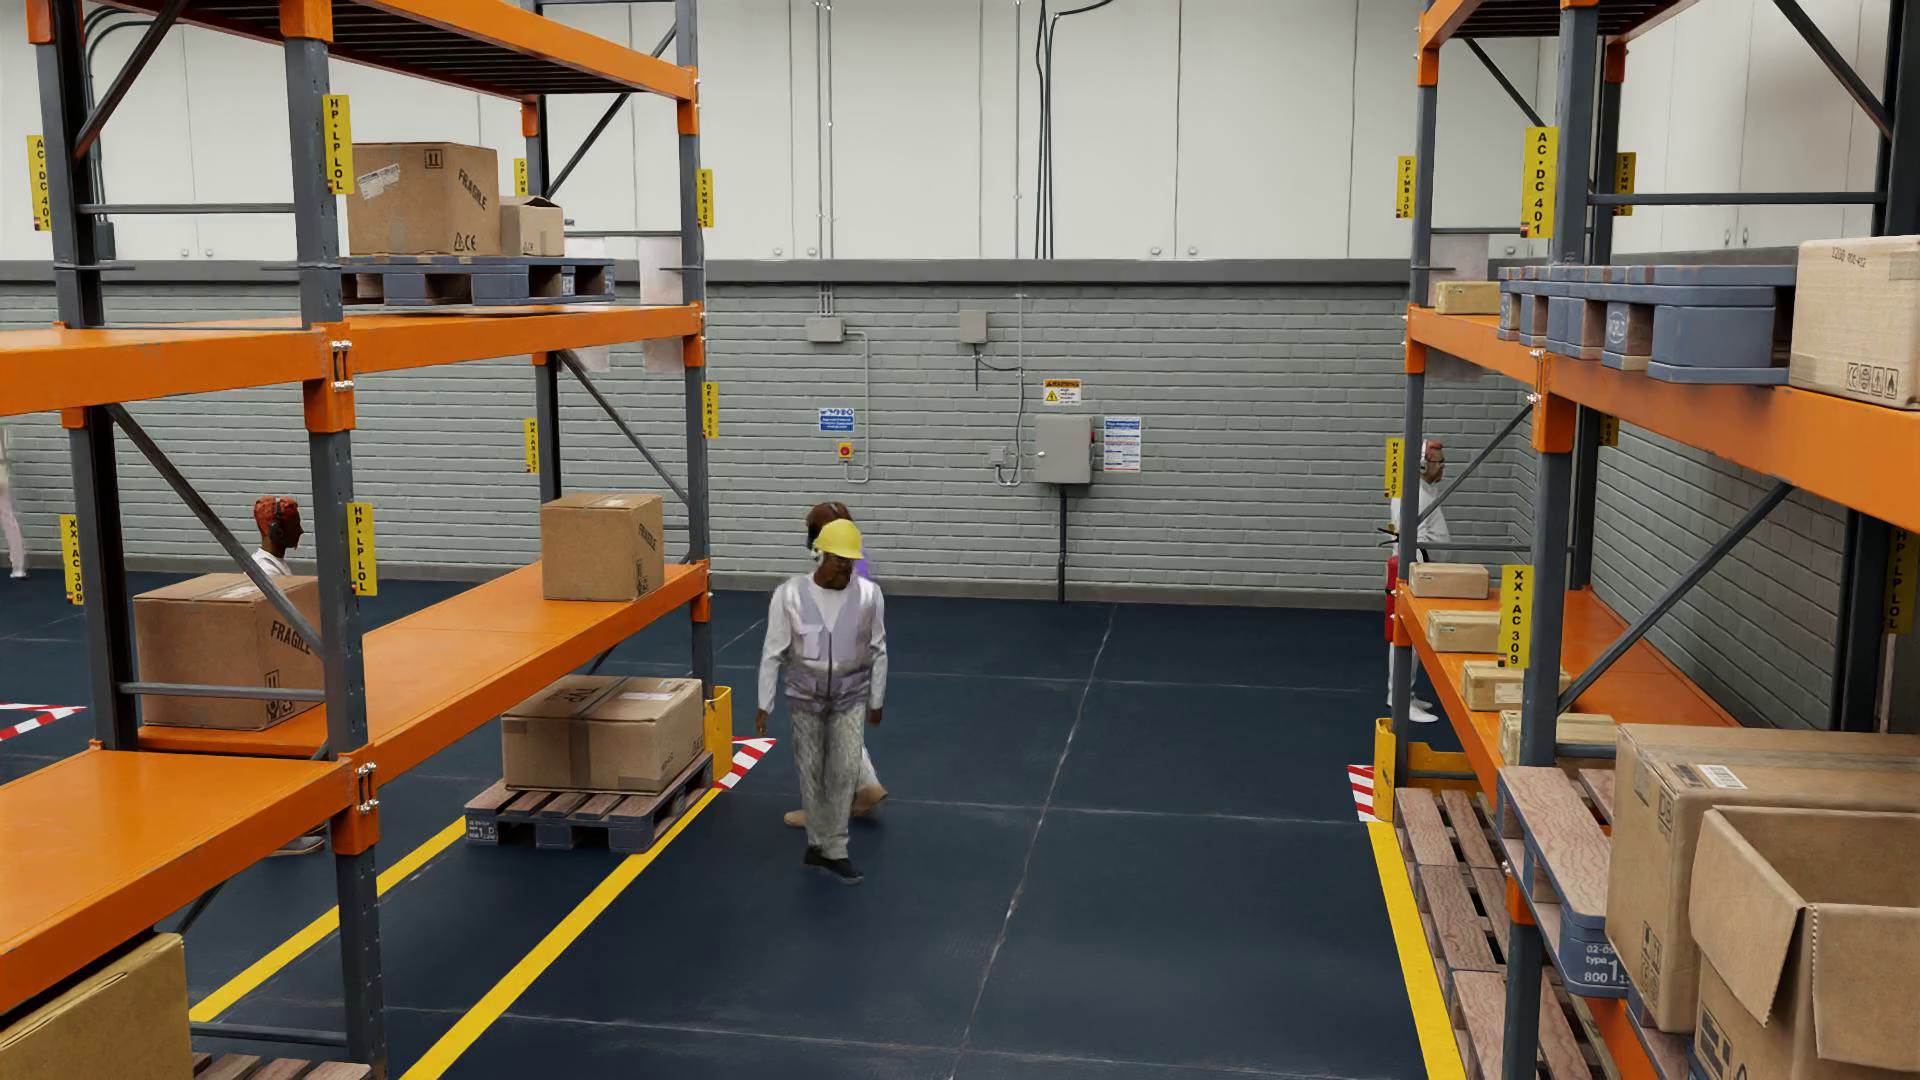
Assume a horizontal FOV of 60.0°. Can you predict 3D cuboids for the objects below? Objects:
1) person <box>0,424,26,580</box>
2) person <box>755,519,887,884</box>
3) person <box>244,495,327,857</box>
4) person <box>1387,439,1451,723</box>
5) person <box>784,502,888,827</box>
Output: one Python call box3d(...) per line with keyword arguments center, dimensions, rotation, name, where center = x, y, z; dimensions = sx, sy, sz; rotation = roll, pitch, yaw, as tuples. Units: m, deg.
box3d(center=(-9.582, -0.529, 16.289), dimensions=(0.933, 1.860, 0.623), rotation=(4, 10, 23), name="person")
box3d(center=(-0.691, 0.795, 8.315), dimensions=(0.684, 1.803, 0.527), rotation=(-1, 9, -8), name="person")
box3d(center=(-3.549, 0.701, 8.679), dimensions=(0.359, 1.880, 0.575), rotation=(-4, 10, -21), name="person")
box3d(center=(3.114, 0.266, 11.273), dimensions=(0.403, 1.906, 0.652), rotation=(2, 9, 10), name="person")
box3d(center=(-0.677, 0.679, 9.019), dimensions=(0.561, 1.814, 0.703), rotation=(0, 9, 2), name="person")
